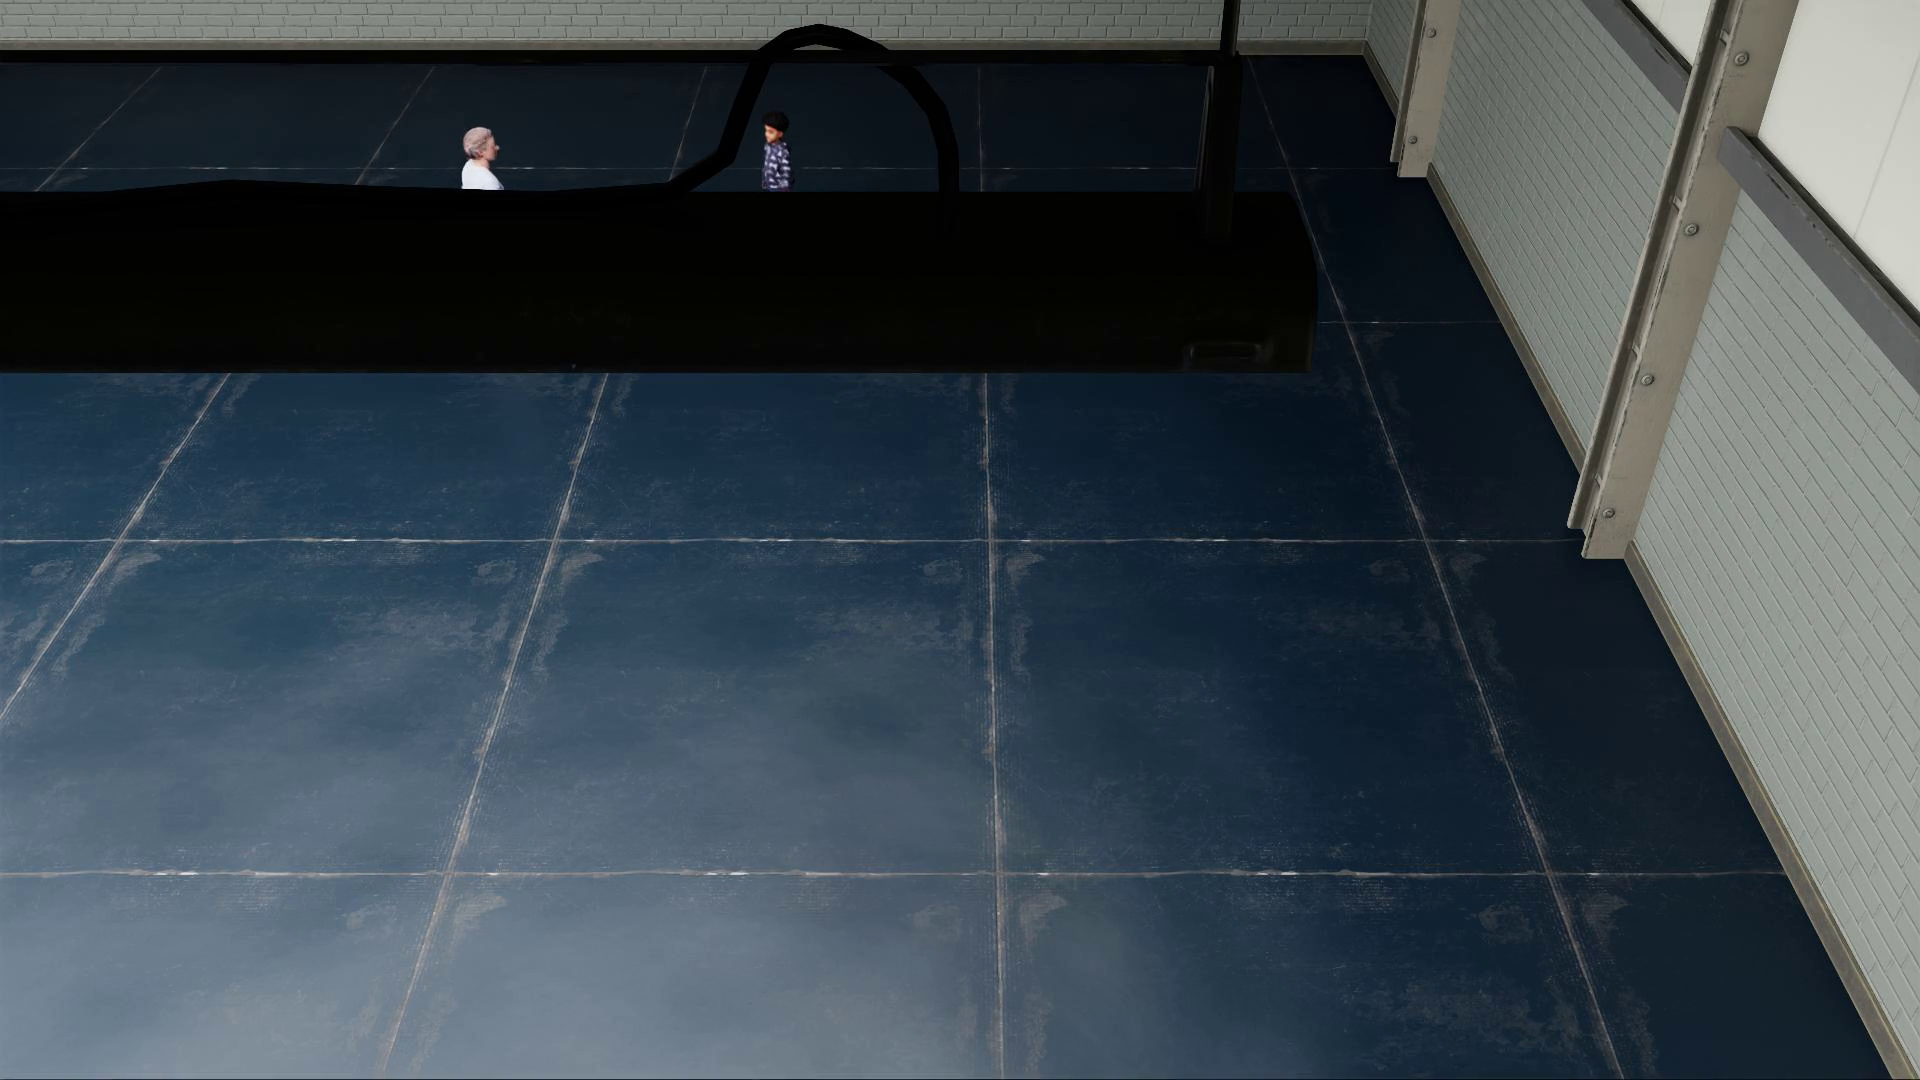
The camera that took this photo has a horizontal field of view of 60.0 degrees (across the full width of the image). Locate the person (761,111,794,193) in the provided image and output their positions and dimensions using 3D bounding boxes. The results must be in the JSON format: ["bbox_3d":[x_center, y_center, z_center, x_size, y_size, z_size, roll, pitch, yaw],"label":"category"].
[{"bbox_3d":[-1.551,-3.166,14.582,0.645,1.243,0.572,-24,43,-28],"label":"person"}]

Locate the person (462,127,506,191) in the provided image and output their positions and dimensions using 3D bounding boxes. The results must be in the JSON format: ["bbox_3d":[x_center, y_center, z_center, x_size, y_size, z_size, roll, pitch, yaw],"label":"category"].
[{"bbox_3d":[-3.611,-2.312,12.923,0.819,1.892,0.682,-20,42,-24],"label":"person"}]
